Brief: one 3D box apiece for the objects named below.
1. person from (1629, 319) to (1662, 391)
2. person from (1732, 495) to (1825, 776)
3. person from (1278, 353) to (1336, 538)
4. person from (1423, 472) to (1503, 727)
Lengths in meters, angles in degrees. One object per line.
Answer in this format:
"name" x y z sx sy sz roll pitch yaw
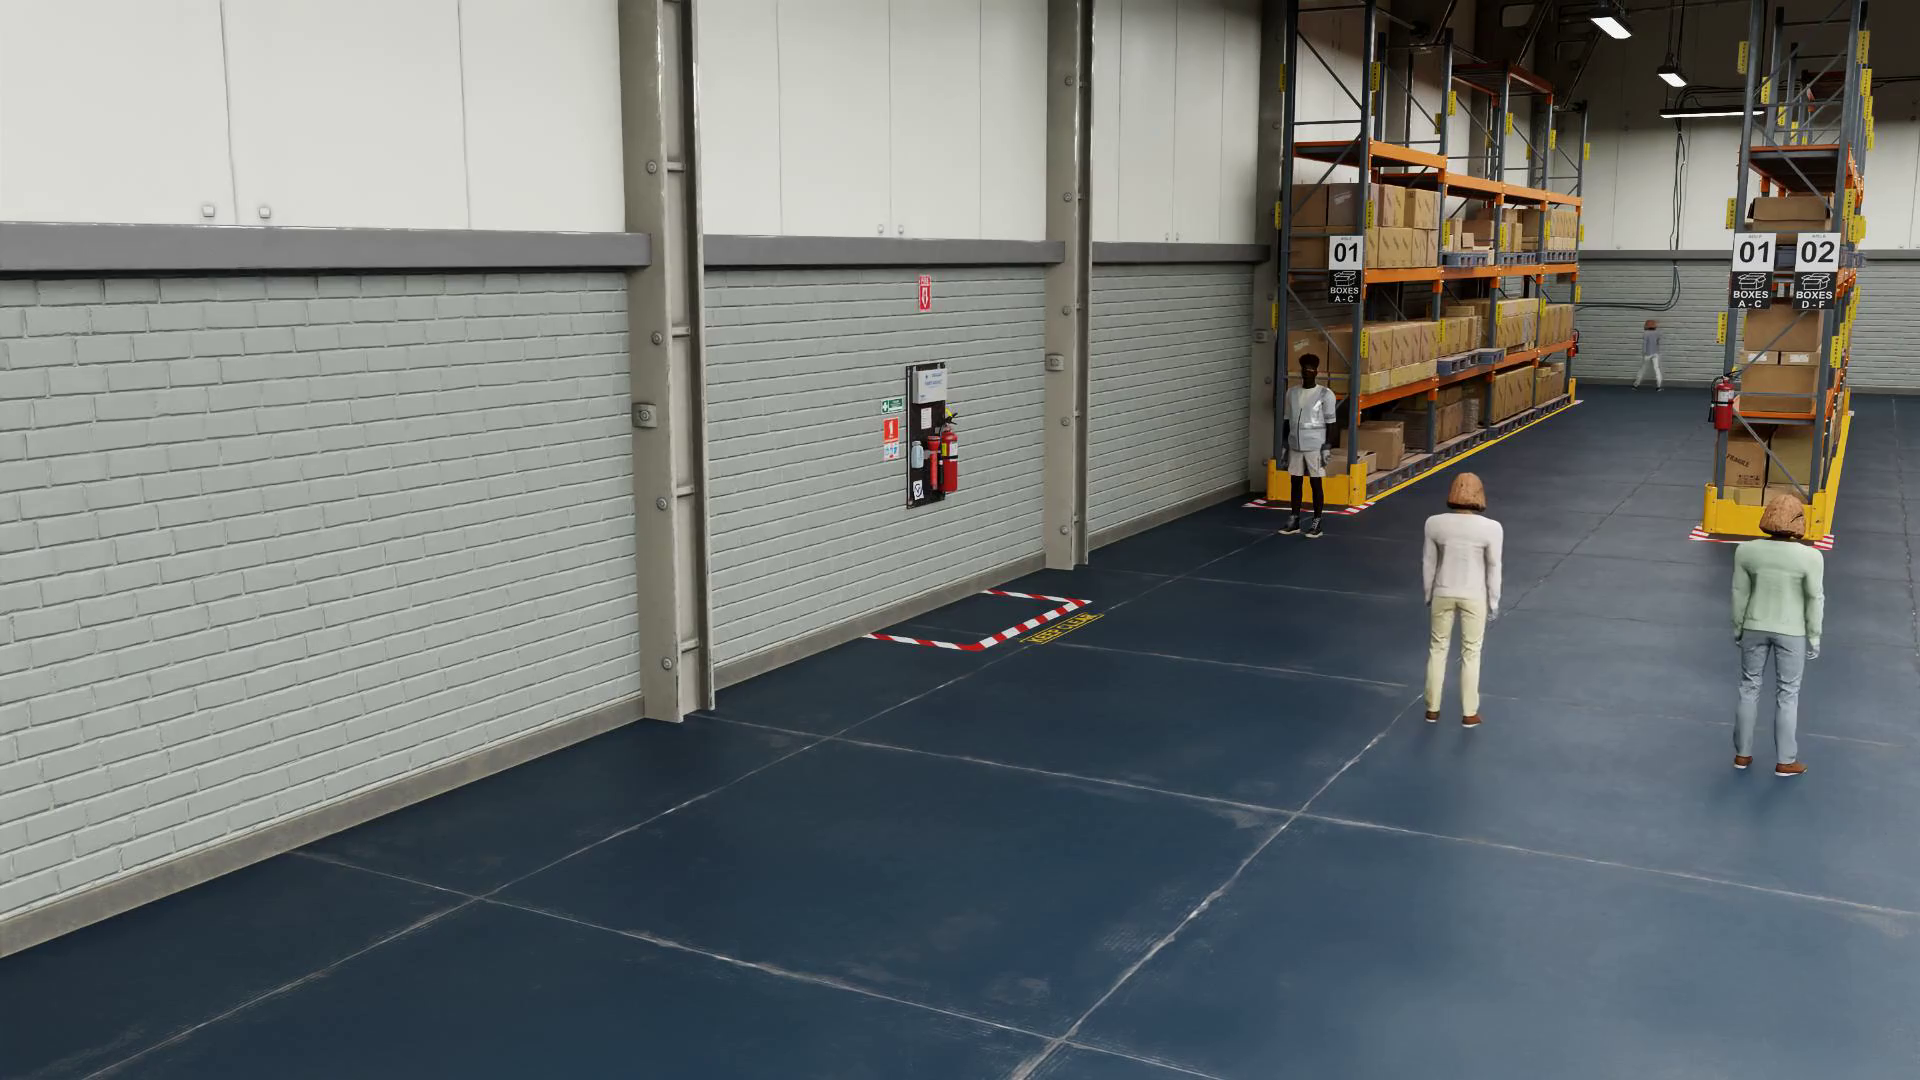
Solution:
"person" 15.383 -4.122 37.103 0.525 1.583 0.873 -4 10 -21
"person" 4.719 0.547 9.626 0.500 1.633 0.285 9 13 44
"person" 3.701 -1.011 17.774 0.613 1.965 0.361 9 13 42
"person" 3.192 0.382 10.614 0.503 1.630 0.276 5 11 29
